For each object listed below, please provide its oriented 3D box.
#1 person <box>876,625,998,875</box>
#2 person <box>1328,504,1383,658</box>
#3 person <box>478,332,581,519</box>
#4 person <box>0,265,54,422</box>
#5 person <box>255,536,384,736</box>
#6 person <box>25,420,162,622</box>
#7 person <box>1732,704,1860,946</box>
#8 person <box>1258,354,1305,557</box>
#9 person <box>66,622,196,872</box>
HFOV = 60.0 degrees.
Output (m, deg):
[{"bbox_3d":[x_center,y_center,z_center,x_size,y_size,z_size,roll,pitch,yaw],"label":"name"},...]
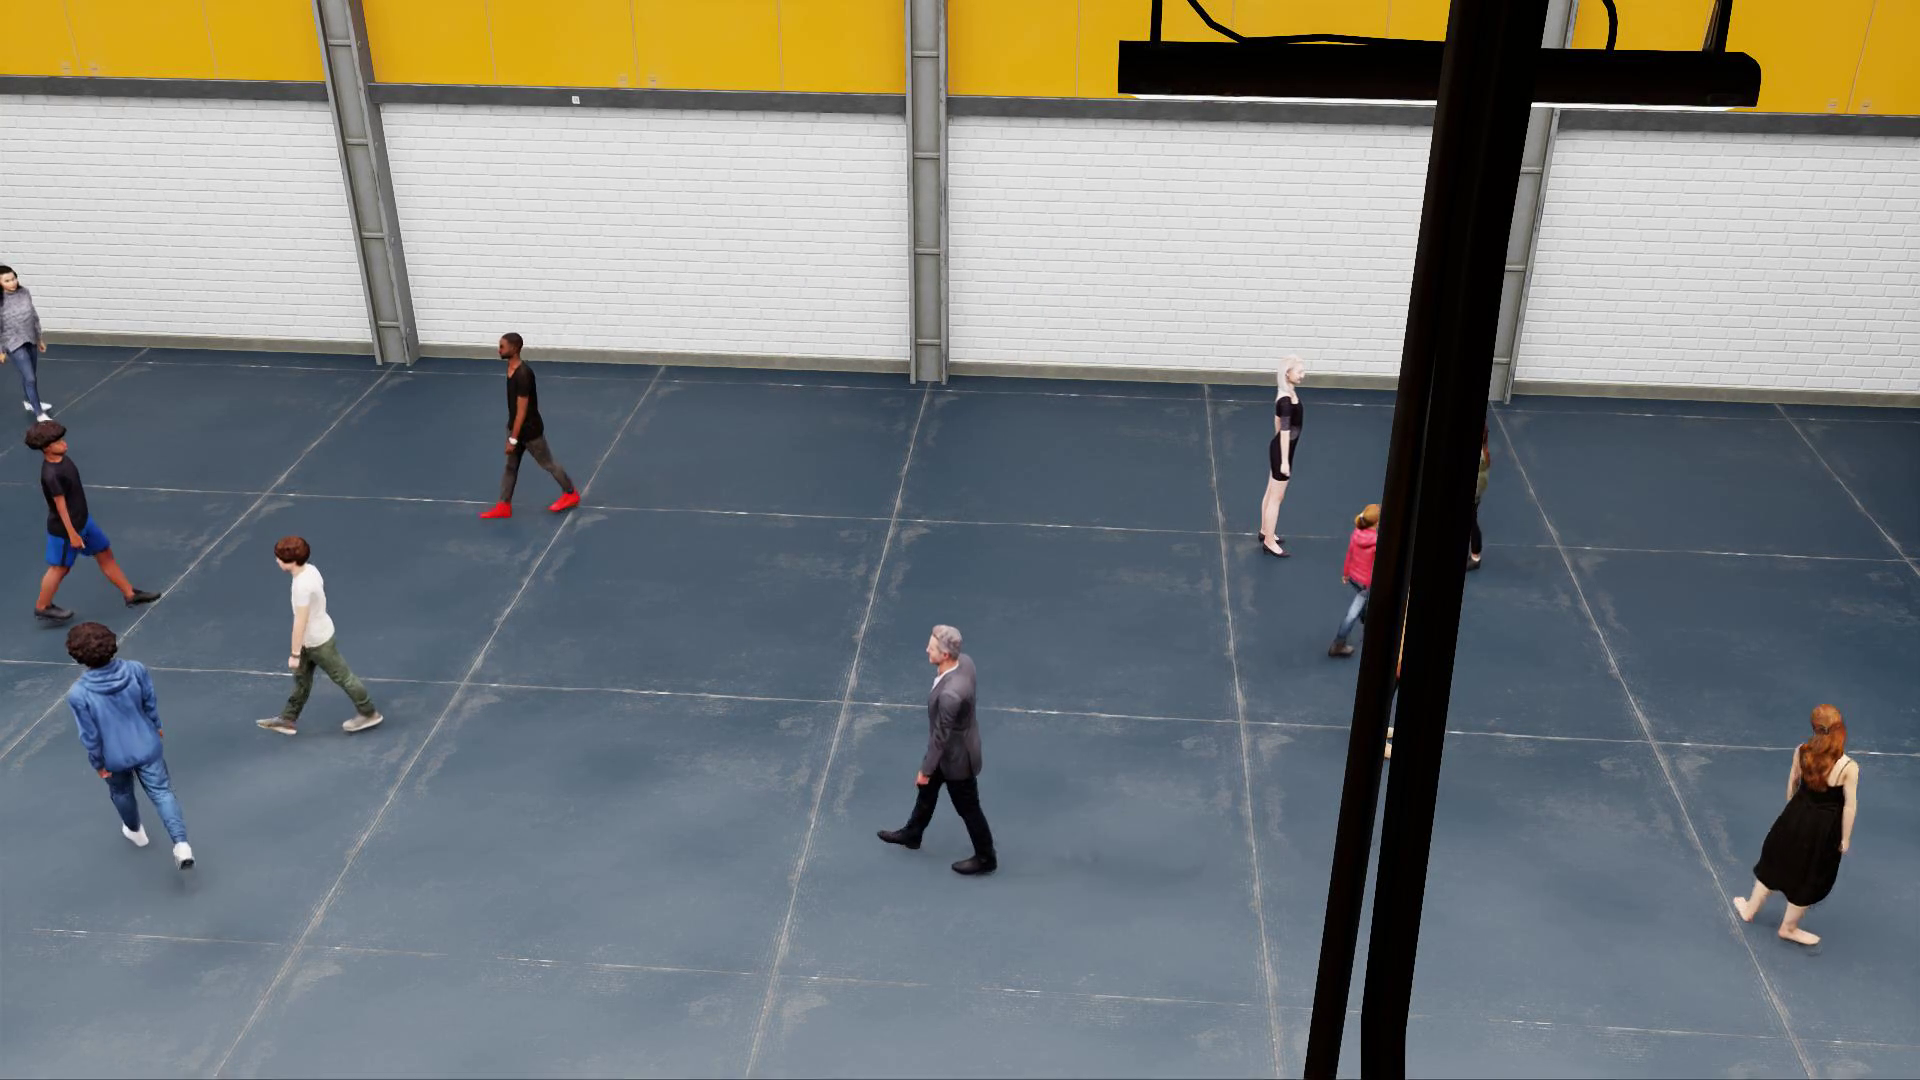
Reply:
[{"bbox_3d":[0.048,1.364,10.590,1.048,1.806,0.779,0,29,0],"label":"person"},{"bbox_3d":[3.095,0.341,13.007,0.938,1.287,0.764,-11,31,-19],"label":"person"},{"bbox_3d":[-3.812,-1.011,14.991,1.227,1.760,1.096,-18,33,-29],"label":"person"},{"bbox_3d":[-9.560,-1.999,16.872,0.983,1.693,0.818,11,31,20],"label":"person"},{"bbox_3d":[-4.541,0.716,11.977,1.175,1.616,0.906,-10,30,-18],"label":"person"},{"bbox_3d":[-7.246,-0.103,13.343,1.258,1.745,0.875,-7,29,-13],"label":"person"},{"bbox_3d":[5.181,1.756,10.082,0.823,1.605,0.799,-7,29,-12],"label":"person"},{"bbox_3d":[2.791,-0.743,14.428,0.491,1.831,0.569,3,29,6],"label":"person"},{"bbox_3d":[-5.295,1.348,10.648,1.134,1.778,1.179,-21,35,-33],"label":"person"}]
